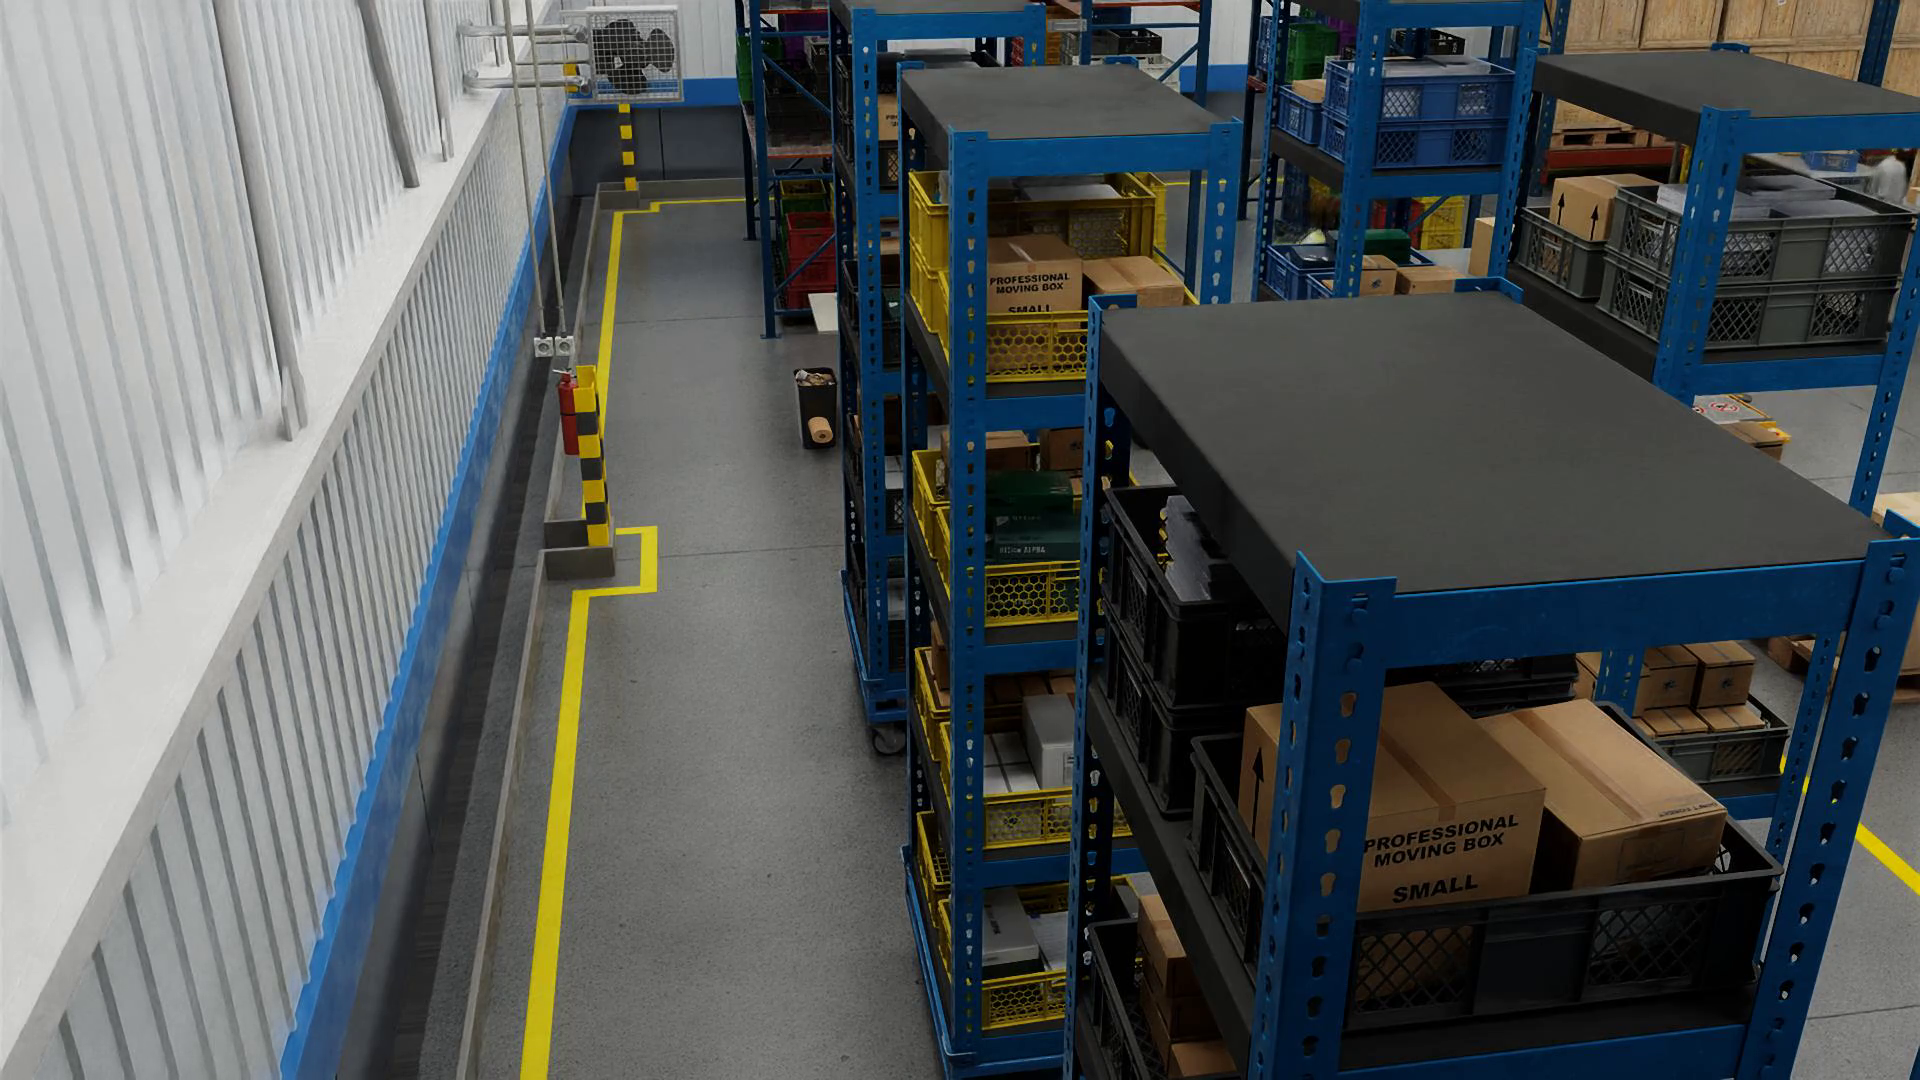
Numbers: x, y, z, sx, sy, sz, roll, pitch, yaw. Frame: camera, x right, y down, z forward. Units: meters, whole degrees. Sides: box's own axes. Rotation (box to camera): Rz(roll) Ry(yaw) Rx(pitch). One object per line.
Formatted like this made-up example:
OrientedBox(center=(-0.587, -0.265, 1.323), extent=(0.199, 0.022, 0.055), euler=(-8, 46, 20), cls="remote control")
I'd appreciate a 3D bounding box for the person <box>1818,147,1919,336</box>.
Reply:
OrientedBox(center=(7.845, -2.665, 14.222), extent=(0.856, 1.820, 0.571), euler=(19, 31, 36), cls="person")
